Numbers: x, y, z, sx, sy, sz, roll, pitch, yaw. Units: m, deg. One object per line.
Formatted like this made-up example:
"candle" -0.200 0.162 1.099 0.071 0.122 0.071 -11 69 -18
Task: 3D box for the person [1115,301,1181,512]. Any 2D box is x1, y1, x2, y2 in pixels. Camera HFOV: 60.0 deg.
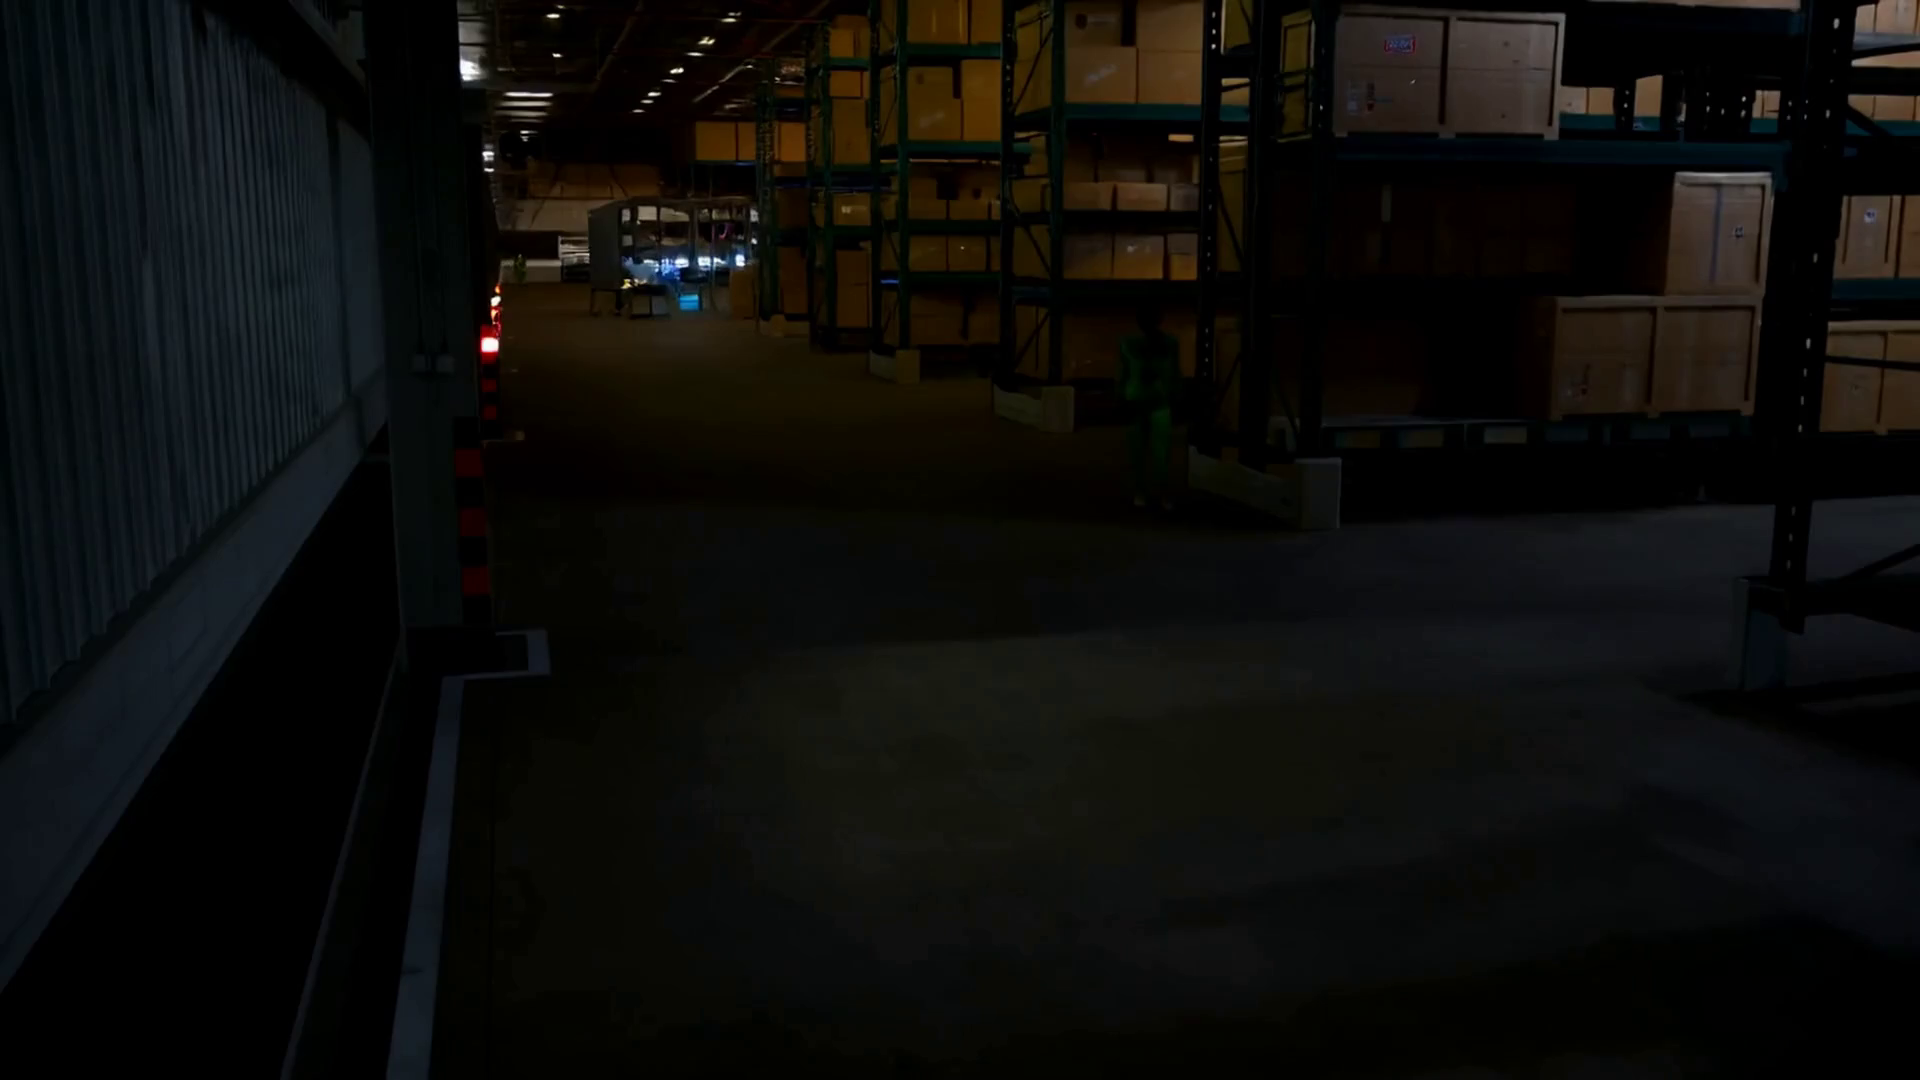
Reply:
"person" 1.444 -1.002 12.633 0.540 1.601 0.789 -1 10 -6

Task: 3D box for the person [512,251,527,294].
"person" -18.881 -11.471 71.316 0.617 1.821 0.425 -5 11 -28
